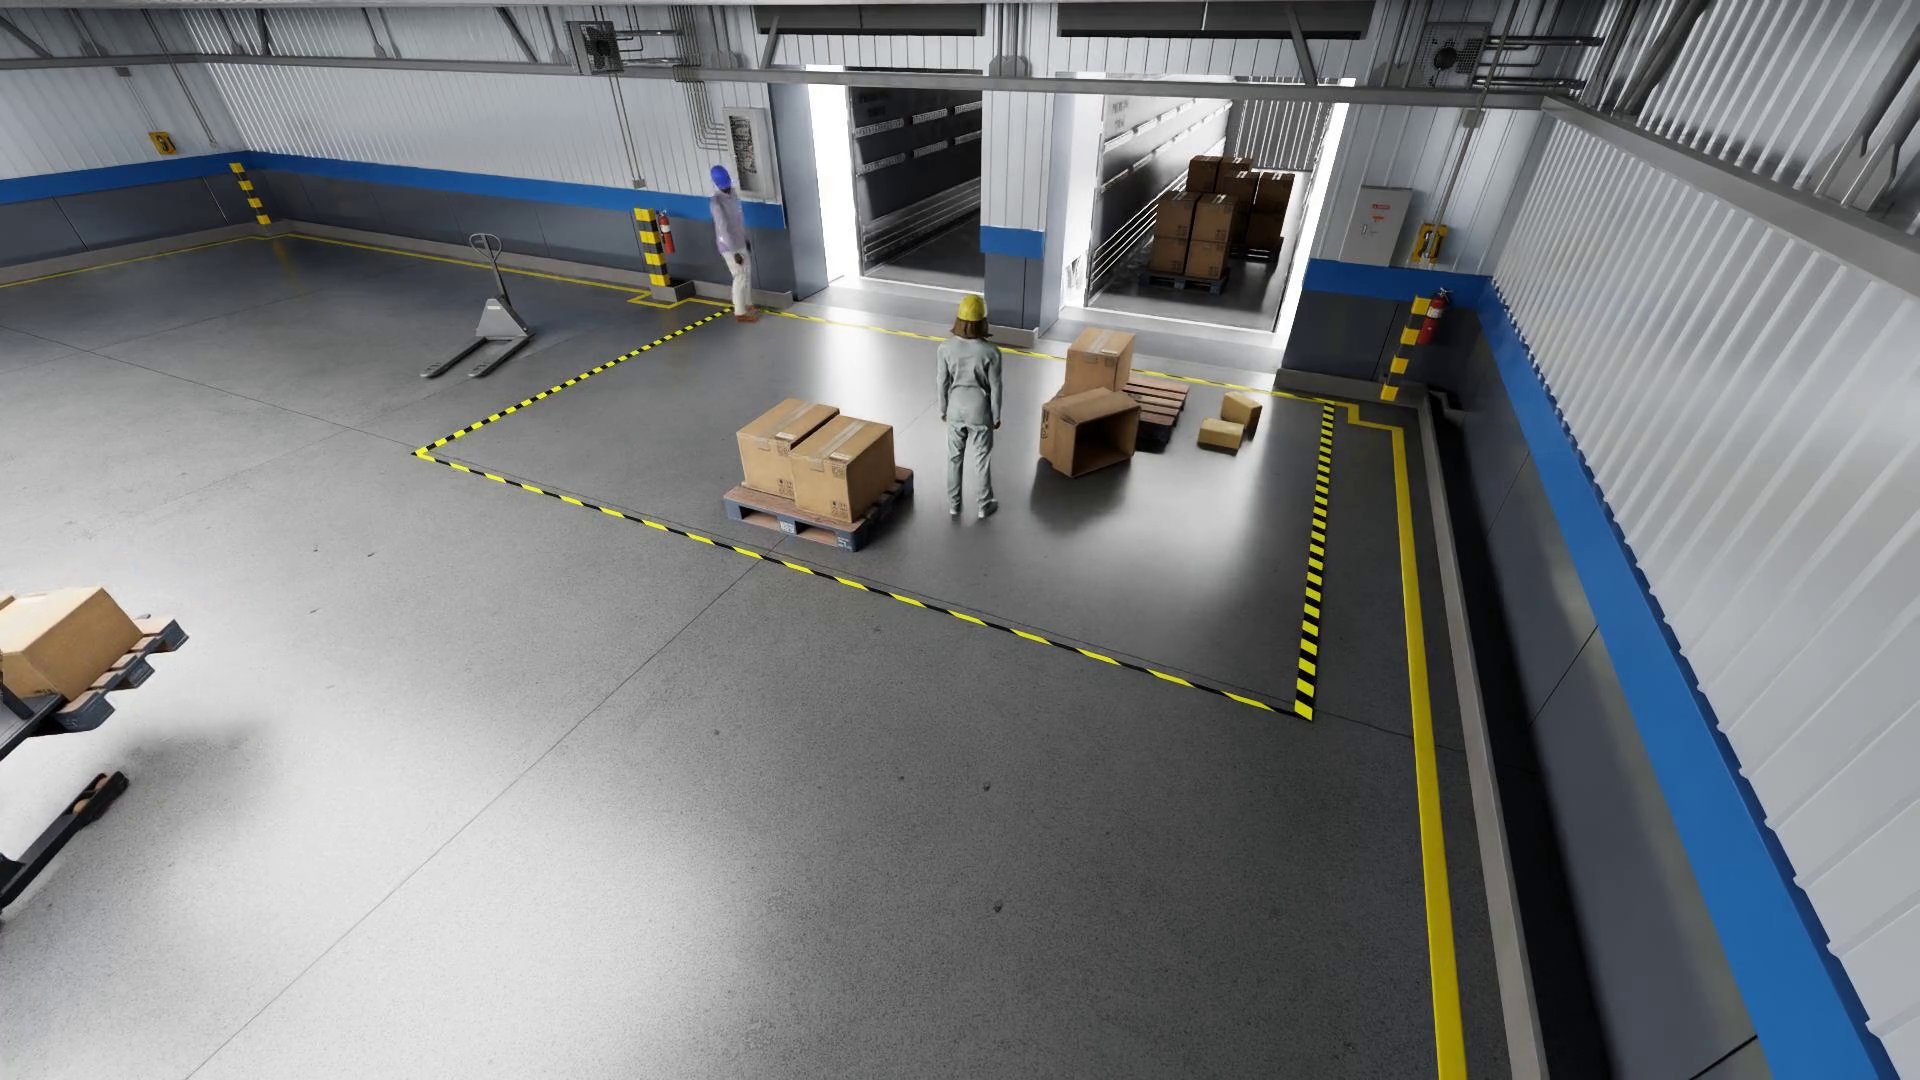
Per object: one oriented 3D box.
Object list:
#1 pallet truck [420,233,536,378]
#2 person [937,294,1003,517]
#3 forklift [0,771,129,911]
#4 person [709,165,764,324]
[{"bbox_3d":[-5.664,-2.712,8.427,0.680,1.201,1.601,0,35,-1],"label":"pallet truck"},{"bbox_3d":[0.080,-0.976,5.554,0.491,1.742,0.321,9,36,12],"label":"person"},{"bbox_3d":[-4.601,0.992,2.538,0.716,2.013,0.776,-5,36,-7],"label":"forklift"},{"bbox_3d":[-2.851,-3.722,9.279,0.402,1.888,0.662,4,36,6],"label":"person"}]
